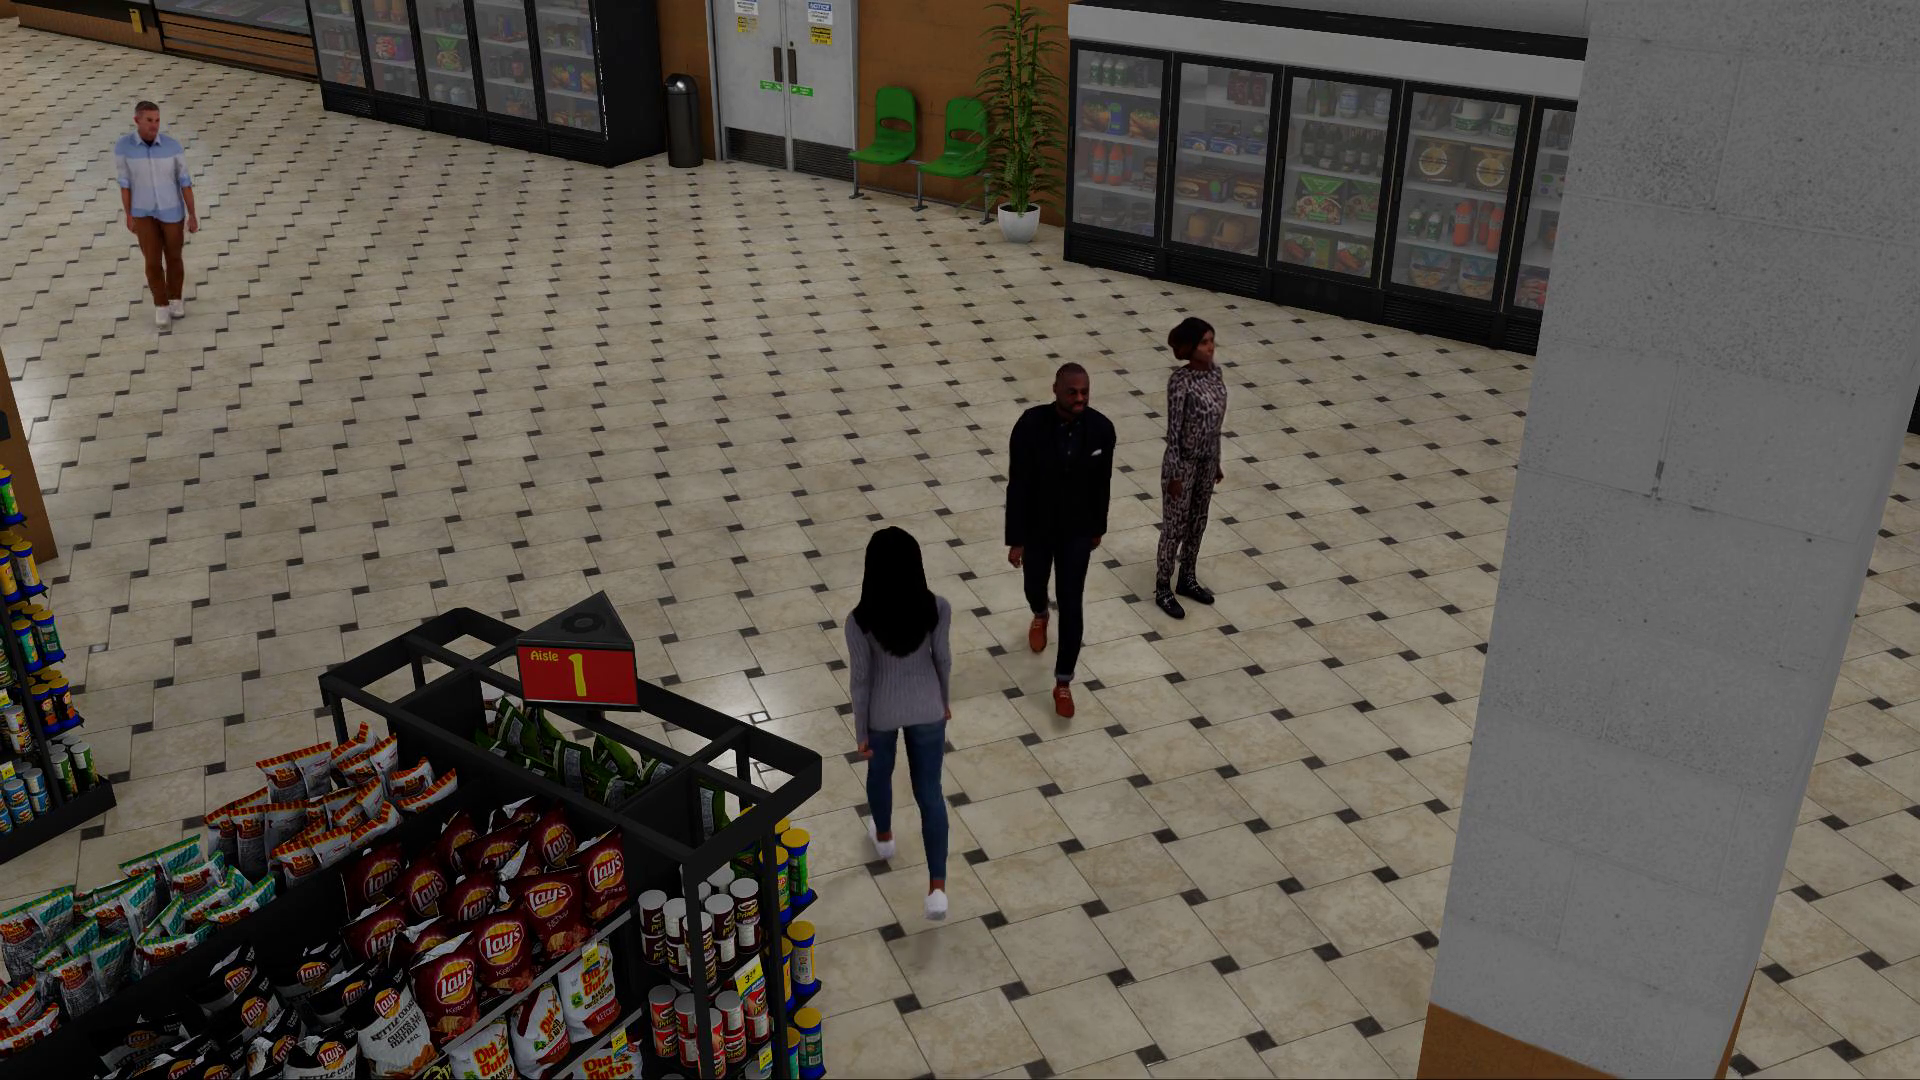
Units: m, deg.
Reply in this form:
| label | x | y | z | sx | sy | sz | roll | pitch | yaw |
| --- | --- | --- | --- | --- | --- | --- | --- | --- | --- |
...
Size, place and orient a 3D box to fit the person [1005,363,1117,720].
| label | x | y | z | sx | sy | sz | roll | pitch | yaw |
| --- | --- | --- | --- | --- | --- | --- | --- | --- | --- |
| person | 0.479 | -0.077 | 8.512 | 1.136 | 1.776 | 1.317 | 1 | 27 | 2 |

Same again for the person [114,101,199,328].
| label | x | y | z | sx | sy | sz | roll | pitch | yaw |
| --- | --- | --- | --- | --- | --- | --- | --- | --- | --- |
| person | -6.608 | -2.714 | 13.687 | 0.856 | 1.798 | 0.924 | -13 | 30 | -24 |

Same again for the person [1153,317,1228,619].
| label | x | y | z | sx | sy | sz | roll | pitch | yaw |
| --- | --- | --- | --- | --- | --- | --- | --- | --- | --- |
| person | 1.276 | -0.406 | 9.233 | 0.595 | 1.709 | 0.698 | -21 | 33 | -35 |

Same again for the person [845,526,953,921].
| label | x | y | z | sx | sy | sz | roll | pitch | yaw |
| --- | --- | --- | --- | --- | --- | --- | --- | --- | --- |
| person | -0.212 | 0.787 | 6.891 | 1.104 | 1.700 | 1.158 | -5 | 27 | -9 |
